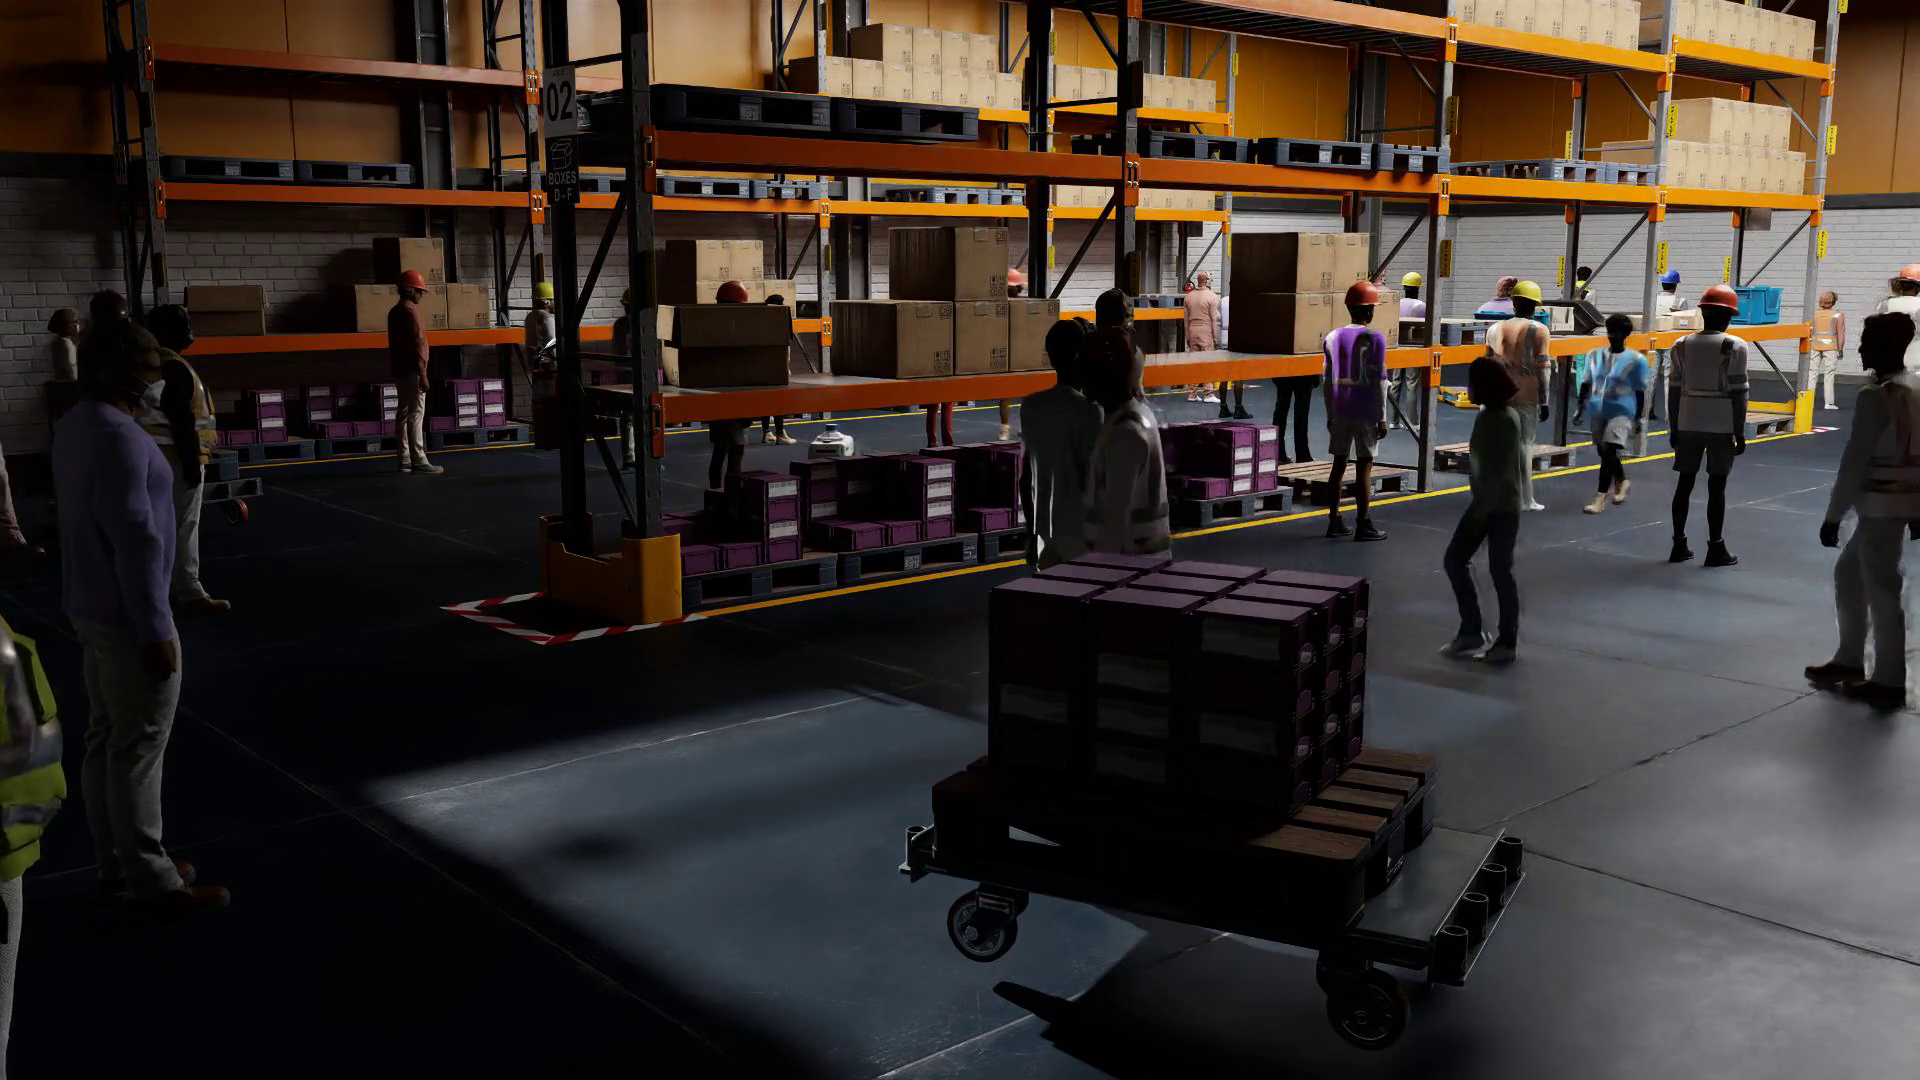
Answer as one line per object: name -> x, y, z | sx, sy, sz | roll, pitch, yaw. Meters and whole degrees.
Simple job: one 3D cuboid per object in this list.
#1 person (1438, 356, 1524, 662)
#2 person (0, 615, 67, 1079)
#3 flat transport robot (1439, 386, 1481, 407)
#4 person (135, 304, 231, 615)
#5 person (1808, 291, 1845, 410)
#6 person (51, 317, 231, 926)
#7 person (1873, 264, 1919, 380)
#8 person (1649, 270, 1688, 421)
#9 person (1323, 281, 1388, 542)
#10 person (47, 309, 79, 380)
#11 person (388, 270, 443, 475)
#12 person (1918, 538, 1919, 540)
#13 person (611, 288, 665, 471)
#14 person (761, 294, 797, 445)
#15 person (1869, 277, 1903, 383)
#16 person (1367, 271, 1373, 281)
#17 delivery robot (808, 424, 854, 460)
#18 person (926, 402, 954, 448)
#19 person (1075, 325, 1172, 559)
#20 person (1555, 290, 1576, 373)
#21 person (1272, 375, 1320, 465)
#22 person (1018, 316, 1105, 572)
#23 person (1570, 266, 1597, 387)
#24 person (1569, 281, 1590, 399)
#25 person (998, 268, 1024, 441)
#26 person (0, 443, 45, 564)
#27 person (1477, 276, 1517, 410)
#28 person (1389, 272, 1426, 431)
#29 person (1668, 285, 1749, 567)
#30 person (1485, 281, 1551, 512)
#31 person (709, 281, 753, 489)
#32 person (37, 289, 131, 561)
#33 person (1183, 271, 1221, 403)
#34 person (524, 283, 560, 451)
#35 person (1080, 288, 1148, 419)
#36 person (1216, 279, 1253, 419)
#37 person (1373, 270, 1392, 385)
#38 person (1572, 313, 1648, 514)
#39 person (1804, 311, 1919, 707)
person -> 2.722, -0.145, 8.650 | 0.508, 1.612, 0.499 | -1, 10, -6
person -> -2.054, 0.637, 3.389 | 0.429, 1.845, 0.621 | -8, 13, -40
flat transport robot -> 7.299, -2.050, 23.717 | 0.652, 0.197, 1.431 | 1, 10, 5
person -> -4.658, -0.478, 9.922 | 0.429, 1.845, 0.621 | -8, 13, -40
person -> 11.976, -2.620, 23.046 | 0.310, 1.642, 0.514 | -8, 13, -40
person -> -2.663, 0.260, 5.335 | 0.371, 1.934, 0.627 | -8, 13, -40
person -> 9.833, -1.843, 17.319 | 0.377, 2.045, 0.605 | -8, 13, -40
person -> 9.102, -2.505, 21.472 | 0.389, 1.949, 0.604 | -8, 13, -40
person -> 2.971, -0.958, 12.448 | 0.361, 1.939, 0.543 | -8, 13, -40
person -> -8.363, -1.352, 15.640 | 0.279, 1.634, 0.499 | -8, 13, -40
person -> -5.348, -1.630, 16.246 | 0.393, 1.985, 0.611 | -8, 13, -40
person -> 7.387, -0.909, 12.358 | 0.328, 1.873, 0.520 | -8, 13, -40
person -> -3.181, -1.581, 16.397 | 0.403, 1.834, 0.589 | -8, 13, -40
person -> -2.084, -1.919, 18.778 | 0.320, 1.697, 0.532 | -8, 13, -40
person -> 13.735, -2.917, 24.266 | 0.837, 1.814, 0.547 | 6, 11, 30
person -> 7.328, -3.931, 30.074 | 0.328, 1.865, 0.520 | -8, 13, -40
delivery robot -> -1.201, -0.839, 15.523 | 0.477, 0.478, 0.707 | 1, 10, 4
person -> -0.175, -1.815, 17.997 | 0.327, 1.760, 0.524 | -8, 13, -40
person -> 0.537, 0.119, 6.353 | 0.705, 1.861, 0.592 | 1, 10, 5
person -> 11.070, -3.859, 30.320 | 0.279, 1.633, 0.499 | -8, 13, -40
person -> 3.396, -1.737, 16.842 | 0.379, 1.996, 0.611 | -8, 13, -40
person -> 0.465, -0.008, 7.080 | 0.328, 1.873, 0.520 | -8, 13, -40
person -> 10.099, -3.470, 27.094 | 0.379, 1.959, 0.603 | -8, 13, -40
person -> 9.236, -2.993, 24.891 | 0.327, 1.760, 0.524 | -8, 13, -40
person -> 0.648, -2.138, 19.224 | 0.619, 2.006, 1.001 | 3, 10, 15
person -> -6.708, -0.770, 11.319 | 0.977, 1.933, 0.650 | 4, 11, 23
person -> 6.008, -1.952, 18.382 | 0.407, 1.902, 0.639 | -8, 13, -40
person -> 5.468, -2.294, 20.301 | 0.369, 1.928, 0.586 | -8, 13, -40
person -> 5.156, -0.784, 11.460 | 0.373, 1.928, 0.543 | -8, 13, -40
person -> 4.664, -1.195, 13.898 | 0.381, 1.917, 0.586 | -8, 13, -40
person -> -1.816, -1.085, 13.226 | 0.373, 1.928, 0.543 | -8, 13, -40
person -> -5.737, -0.707, 11.065 | 0.701, 1.915, 0.634 | -5, 11, -29
person -> 3.546, -2.943, 24.160 | 0.407, 1.910, 0.639 | -8, 13, -40
person -> -4.516, -1.888, 18.194 | 0.403, 1.834, 0.589 | -8, 13, -40
person -> 0.885, -0.534, 9.984 | 0.371, 1.934, 0.627 | -8, 13, -40
person -> 3.609, -2.546, 21.777 | 0.373, 1.928, 0.543 | -8, 13, -40
person -> 6.889, -3.494, 27.383 | 0.407, 1.910, 0.639 | -8, 13, -40
person -> 5.492, -1.073, 13.919 | 0.847, 1.662, 0.532 | -8, 13, -39
person -> 4.300, -0.156, 7.959 | 0.615, 1.862, 0.678 | -8, 12, -38
